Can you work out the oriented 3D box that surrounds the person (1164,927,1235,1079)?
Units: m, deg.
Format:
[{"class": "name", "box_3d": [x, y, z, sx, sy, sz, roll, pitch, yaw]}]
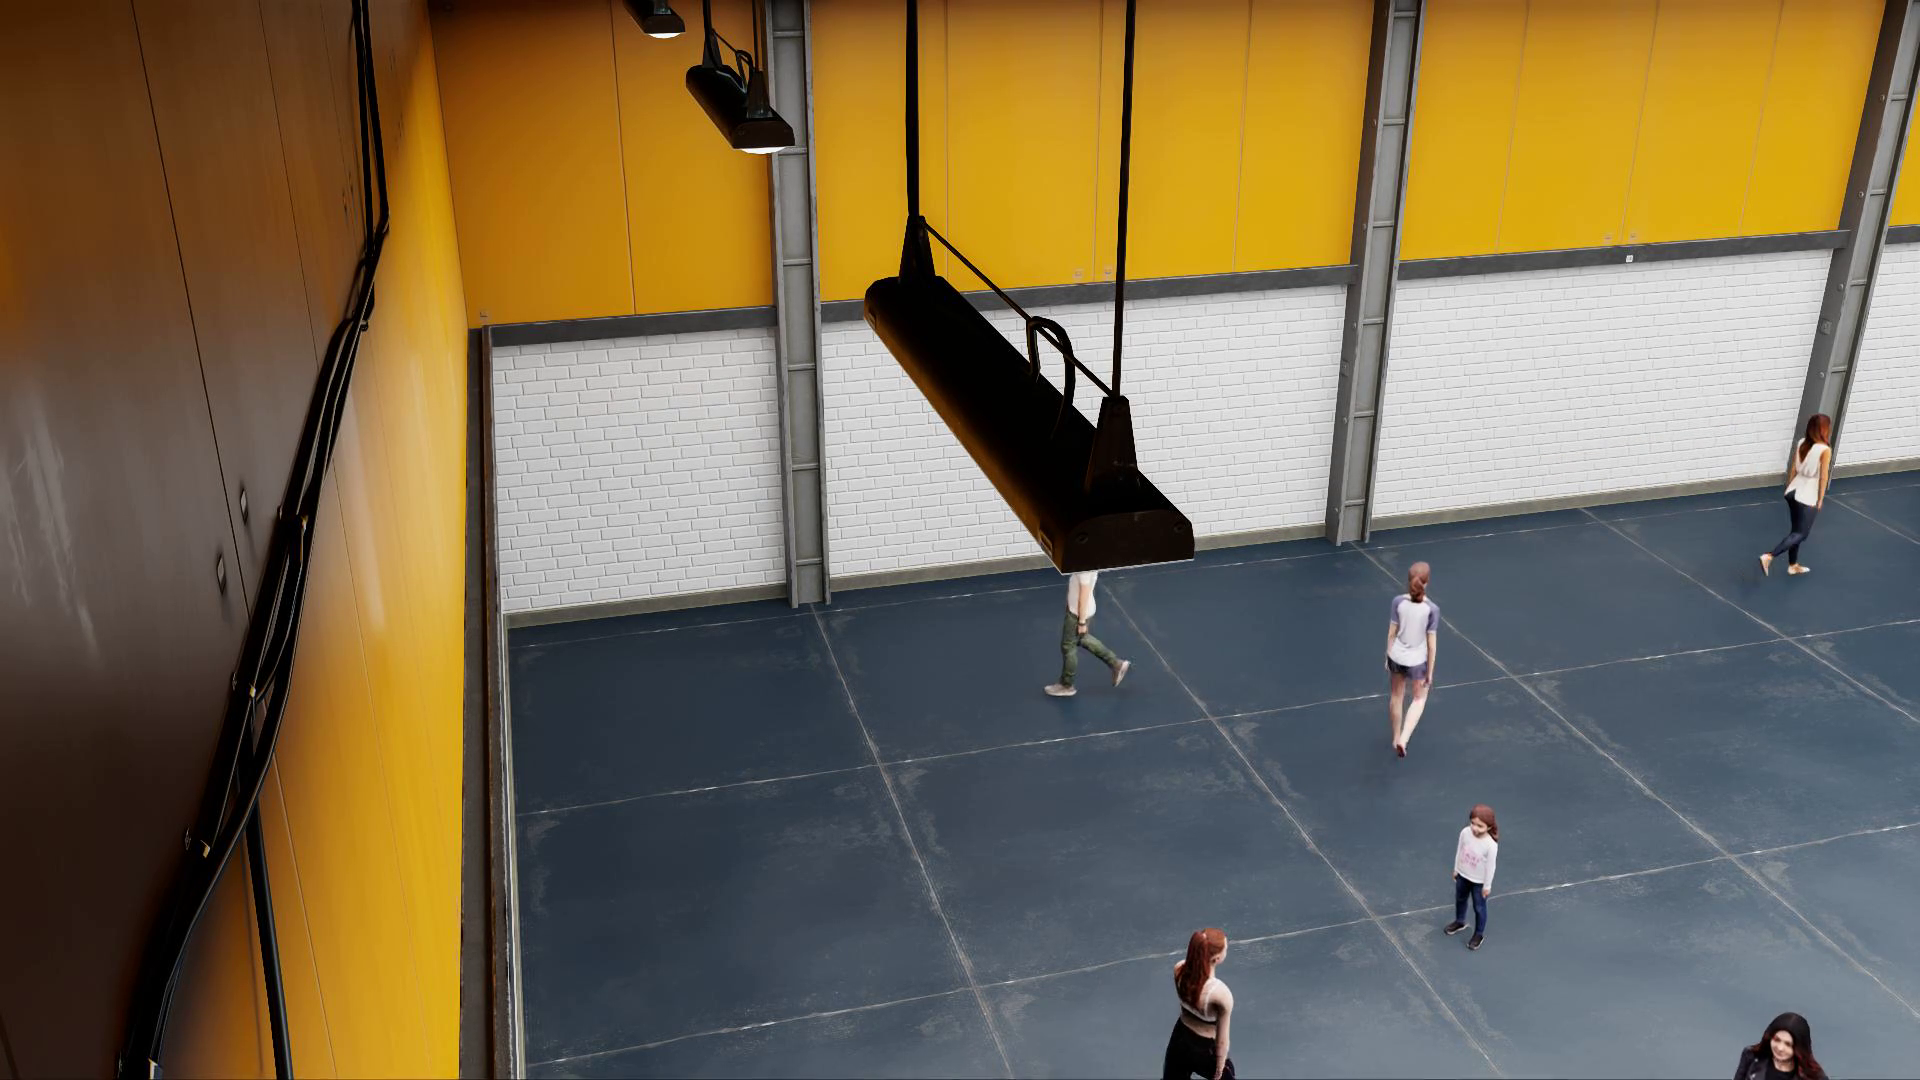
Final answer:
[{"class": "person", "box_3d": [1.265, 2.968, 9.384, 1.245, 1.689, 0.970, -21, 31, -39]}]

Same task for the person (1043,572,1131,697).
[{"class": "person", "box_3d": [1.137, 0.644, 14.764, 1.067, 1.638, 0.790, 1, 24, 3]}]

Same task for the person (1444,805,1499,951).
[{"class": "person", "box_3d": [3.585, 2.319, 11.593, 0.540, 1.108, 0.511, -17, 29, -34]}]

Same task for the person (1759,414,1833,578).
[{"class": "person", "box_3d": [8.571, -0.421, 17.036, 0.931, 1.769, 0.606, -7, 25, -16]}]

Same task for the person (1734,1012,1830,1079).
[{"class": "person", "box_3d": [4.372, 3.203, 8.950, 1.039, 1.607, 1.155, 16, 28, 32]}]

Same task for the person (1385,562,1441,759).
[{"class": "person", "box_3d": [3.695, 1.023, 13.756, 0.879, 1.751, 0.935, 13, 27, 27]}]
